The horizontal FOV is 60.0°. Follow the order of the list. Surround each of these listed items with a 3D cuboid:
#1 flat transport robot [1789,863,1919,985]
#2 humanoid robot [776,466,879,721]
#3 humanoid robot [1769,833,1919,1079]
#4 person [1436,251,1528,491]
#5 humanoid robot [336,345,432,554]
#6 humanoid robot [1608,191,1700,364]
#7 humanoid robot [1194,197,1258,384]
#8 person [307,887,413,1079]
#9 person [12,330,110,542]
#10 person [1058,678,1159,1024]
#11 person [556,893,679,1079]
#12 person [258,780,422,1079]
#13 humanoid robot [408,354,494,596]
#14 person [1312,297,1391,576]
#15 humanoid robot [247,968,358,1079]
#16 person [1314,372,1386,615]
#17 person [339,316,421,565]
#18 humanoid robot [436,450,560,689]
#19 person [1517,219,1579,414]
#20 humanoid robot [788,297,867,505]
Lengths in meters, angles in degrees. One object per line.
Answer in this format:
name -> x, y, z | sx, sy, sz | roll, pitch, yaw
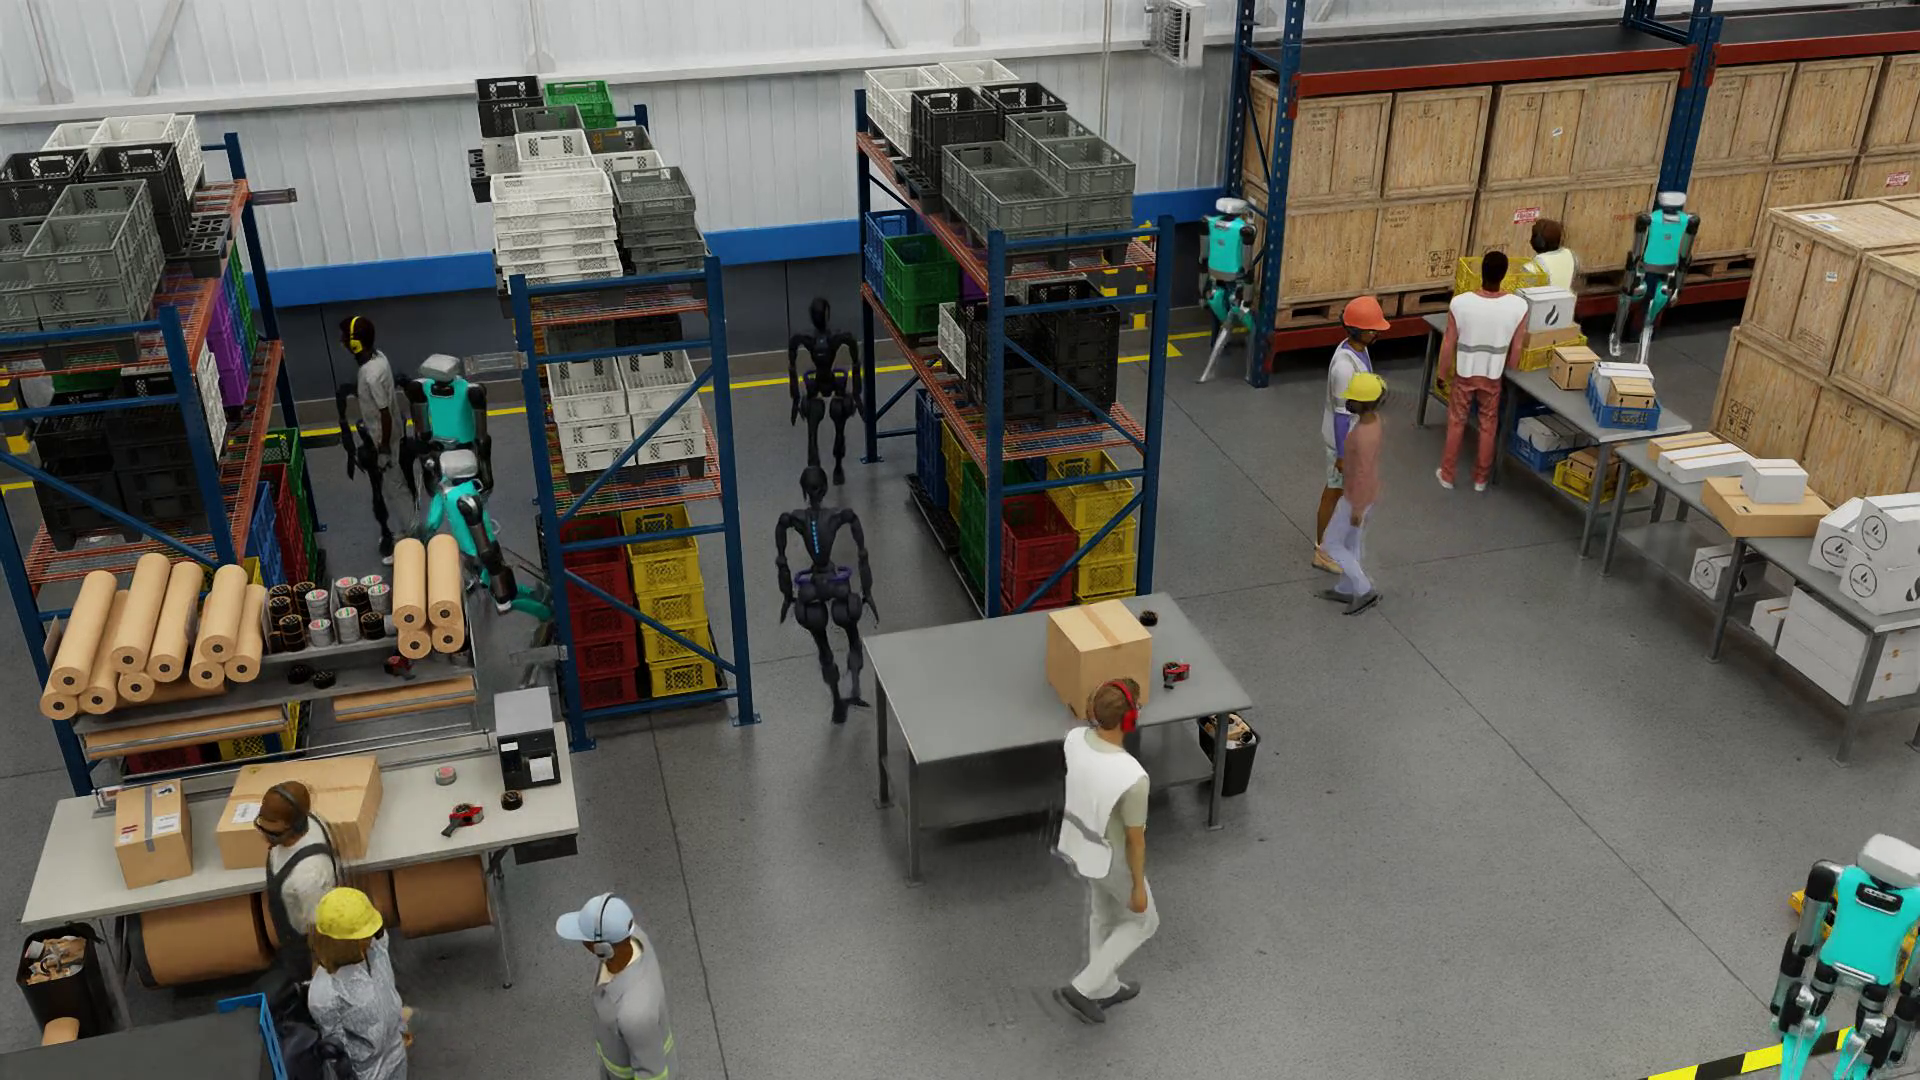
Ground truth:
flat transport robot -> 5.163, 1.916, 8.676 | 1.431, 0.231, 0.659 | -8, 30, -14
humanoid robot -> -0.801, 0.345, 10.087 | 0.611, 1.639, 0.428 | 0, 29, -1
humanoid robot -> 3.551, 2.106, 6.814 | 0.531, 1.777, 0.789 | 19, 34, 30
person -> 3.987, -1.279, 12.777 | 0.589, 1.916, 0.384 | 5, 29, 10
humanoid robot -> -4.118, -0.685, 11.948 | 0.609, 1.640, 0.385 | -12, 31, -21
humanoid robot -> 6.169, -2.372, 14.966 | 0.539, 1.769, 0.952 | 4, 29, 8
humanoid robot -> 2.432, -2.187, 14.676 | 0.530, 1.839, 0.790 | 19, 34, 31
person -> -2.382, 2.113, 6.783 | 0.306, 1.744, 0.485 | 6, 29, 11
person -> -6.571, -0.858, 12.061 | 0.531, 1.868, 0.309 | 7, 29, 12
person -> 0.695, 1.488, 7.838 | 0.445, 1.818, 0.611 | -15, 32, -26
person -> -1.317, 2.140, 6.625 | 0.386, 1.849, 0.596 | -9, 30, -16
person -> -2.864, 1.771, 7.339 | 0.691, 1.804, 0.542 | -10, 30, -18
humanoid robot -> -3.464, -0.313, 11.250 | 0.542, 1.838, 0.658 | 5, 29, 9
person -> 2.727, -0.738, 11.665 | 0.373, 2.044, 0.606 | 9, 30, 16
humanoid robot -> -2.520, 2.352, 6.415 | 0.584, 1.648, 0.402 | 4, 29, 7
person -> 2.636, -0.312, 11.184 | 0.362, 1.756, 0.535 | 9, 30, 16
person -> -4.099, -0.707, 11.791 | 0.329, 1.865, 0.507 | -9, 30, -15
humanoid robot -> -2.708, 0.186, 10.296 | 0.862, 1.775, 0.601 | -16, 33, -27
person -> 4.743, -1.811, 13.869 | 0.632, 1.800, 0.876 | -15, 32, -25
humanoid robot -> -1.008, -1.078, 12.697 | 0.590, 1.631, 0.758 | -2, 29, -3
